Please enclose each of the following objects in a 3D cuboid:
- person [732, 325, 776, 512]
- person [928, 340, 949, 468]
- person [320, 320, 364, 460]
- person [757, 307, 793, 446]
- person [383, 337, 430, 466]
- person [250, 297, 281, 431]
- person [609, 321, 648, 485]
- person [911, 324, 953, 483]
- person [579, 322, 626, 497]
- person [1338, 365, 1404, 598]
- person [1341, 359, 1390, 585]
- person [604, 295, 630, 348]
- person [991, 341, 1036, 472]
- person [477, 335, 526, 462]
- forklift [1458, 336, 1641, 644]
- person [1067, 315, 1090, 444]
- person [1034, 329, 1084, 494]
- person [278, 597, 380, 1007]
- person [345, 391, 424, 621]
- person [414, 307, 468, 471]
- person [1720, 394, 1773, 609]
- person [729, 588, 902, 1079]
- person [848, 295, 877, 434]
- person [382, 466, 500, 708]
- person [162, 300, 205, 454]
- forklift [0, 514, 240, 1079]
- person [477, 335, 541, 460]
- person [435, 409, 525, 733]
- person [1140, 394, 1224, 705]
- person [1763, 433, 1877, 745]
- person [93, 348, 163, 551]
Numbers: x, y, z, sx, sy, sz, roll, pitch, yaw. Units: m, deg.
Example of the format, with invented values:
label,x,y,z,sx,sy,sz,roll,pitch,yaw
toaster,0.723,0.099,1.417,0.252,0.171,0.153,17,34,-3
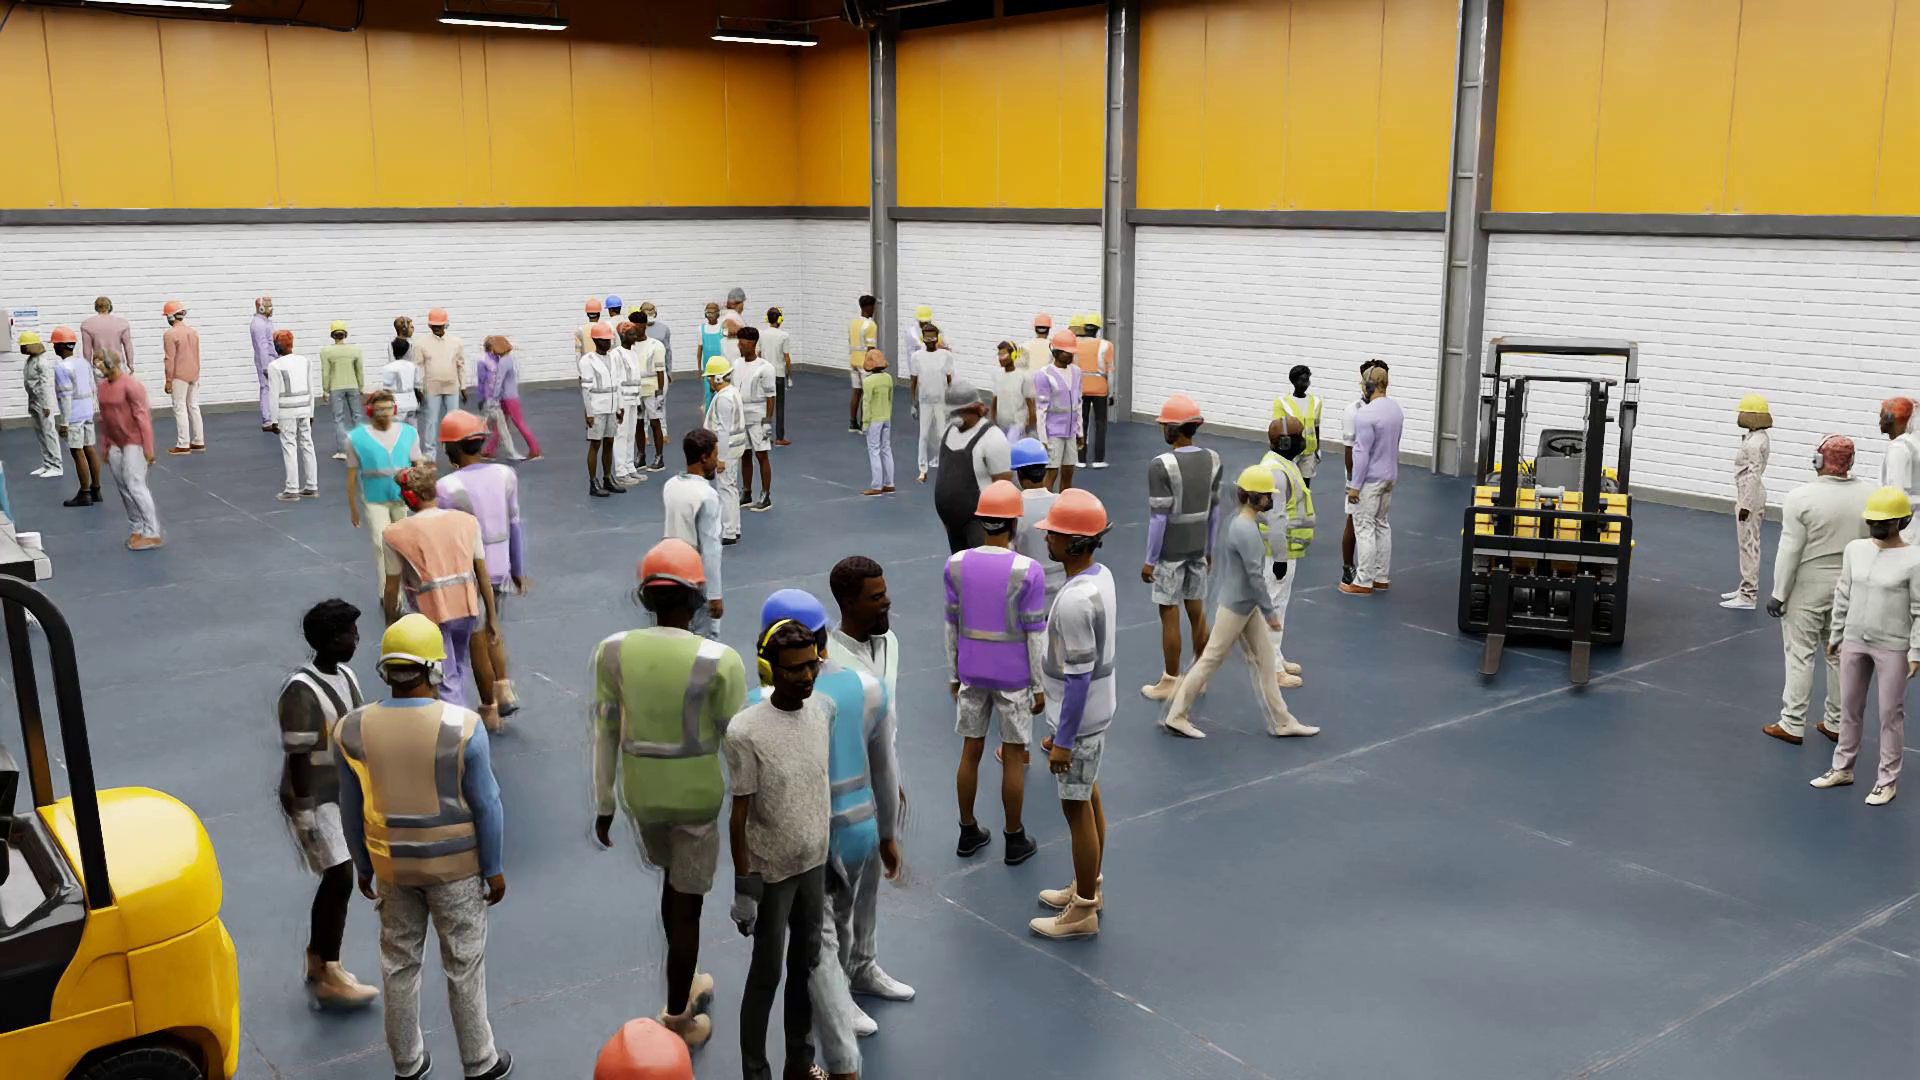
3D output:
label,x,y,z,sx,sy,sz,roll,pitch,yaw
person,-2.212,-1.285,17.620,0.600,1.967,0.367,9,15,37
person,-0.285,-1.665,20.301,0.418,1.609,0.567,-1,12,-7
person,-7.824,-1.901,21.085,0.528,1.767,0.329,-9,15,-36
person,-2.478,-2.177,22.210,0.520,1.857,0.343,4,12,19
person,-6.566,-1.563,19.692,0.525,1.660,0.552,4,12,18
person,-9.824,-2.499,23.630,0.405,1.906,0.653,-4,13,-21
person,-3.858,-1.589,19.294,0.356,1.883,0.573,3,12,12
person,-0.321,-1.585,19.340,0.512,1.861,0.325,0,12,0
person,-3.961,-1.457,18.520,0.361,1.939,0.543,7,13,29
person,3.446,-0.487,13.875,0.385,1.928,0.636,10,15,40
person,3.466,-0.559,14.117,0.611,1.965,0.362,-11,16,-43
person,-4.803,-2.466,23.400,0.604,1.939,0.416,-10,15,-40
person,0.570,-1.216,17.684,0.514,1.817,0.984,10,15,39
person,-5.881,-1.799,21.017,0.881,1.593,0.505,4,12,20
forklift,4.683,-0.471,13.136,1.214,2.155,2.313,4,12,20
person,1.559,-2.132,22.254,0.295,1.744,0.489,6,13,29
person,1.008,-1.061,16.393,0.613,2.033,0.411,-11,16,-42
person,-2.559,1.080,6.941,0.515,1.655,0.584,2,12,7
person,-4.474,-0.276,13.129,0.595,1.799,0.920,-10,15,-40
person,-6.286,-1.825,20.182,0.619,1.984,0.401,-7,14,-31
person,6.369,-0.314,13.476,0.318,1.742,0.492,6,13,28
person,-0.521,1.115,6.278,0.607,1.883,0.996,-7,14,-30
person,-1.340,-2.468,23.378,0.395,1.955,0.613,-8,14,-34
person,-3.018,0.467,9.575,0.578,1.786,0.973,-11,16,-43
person,-10.086,-2.104,21.554,0.410,1.980,0.624,2,12,10
forklift,-3.687,1.115,5.480,2.313,2.155,1.214,-9,15,-36
person,-5.701,-1.774,20.904,0.846,1.588,0.499,-3,12,-12
person,-3.004,0.204,10.282,0.424,2.028,0.644,8,14,33
person,1.429,0.060,10.944,0.616,2.040,0.382,-9,15,-36
person,5.229,0.299,10.119,0.652,1.906,0.404,-1,12,-6
person,-7.896,-0.854,15.728,0.749,1.911,0.498,7,14,30
